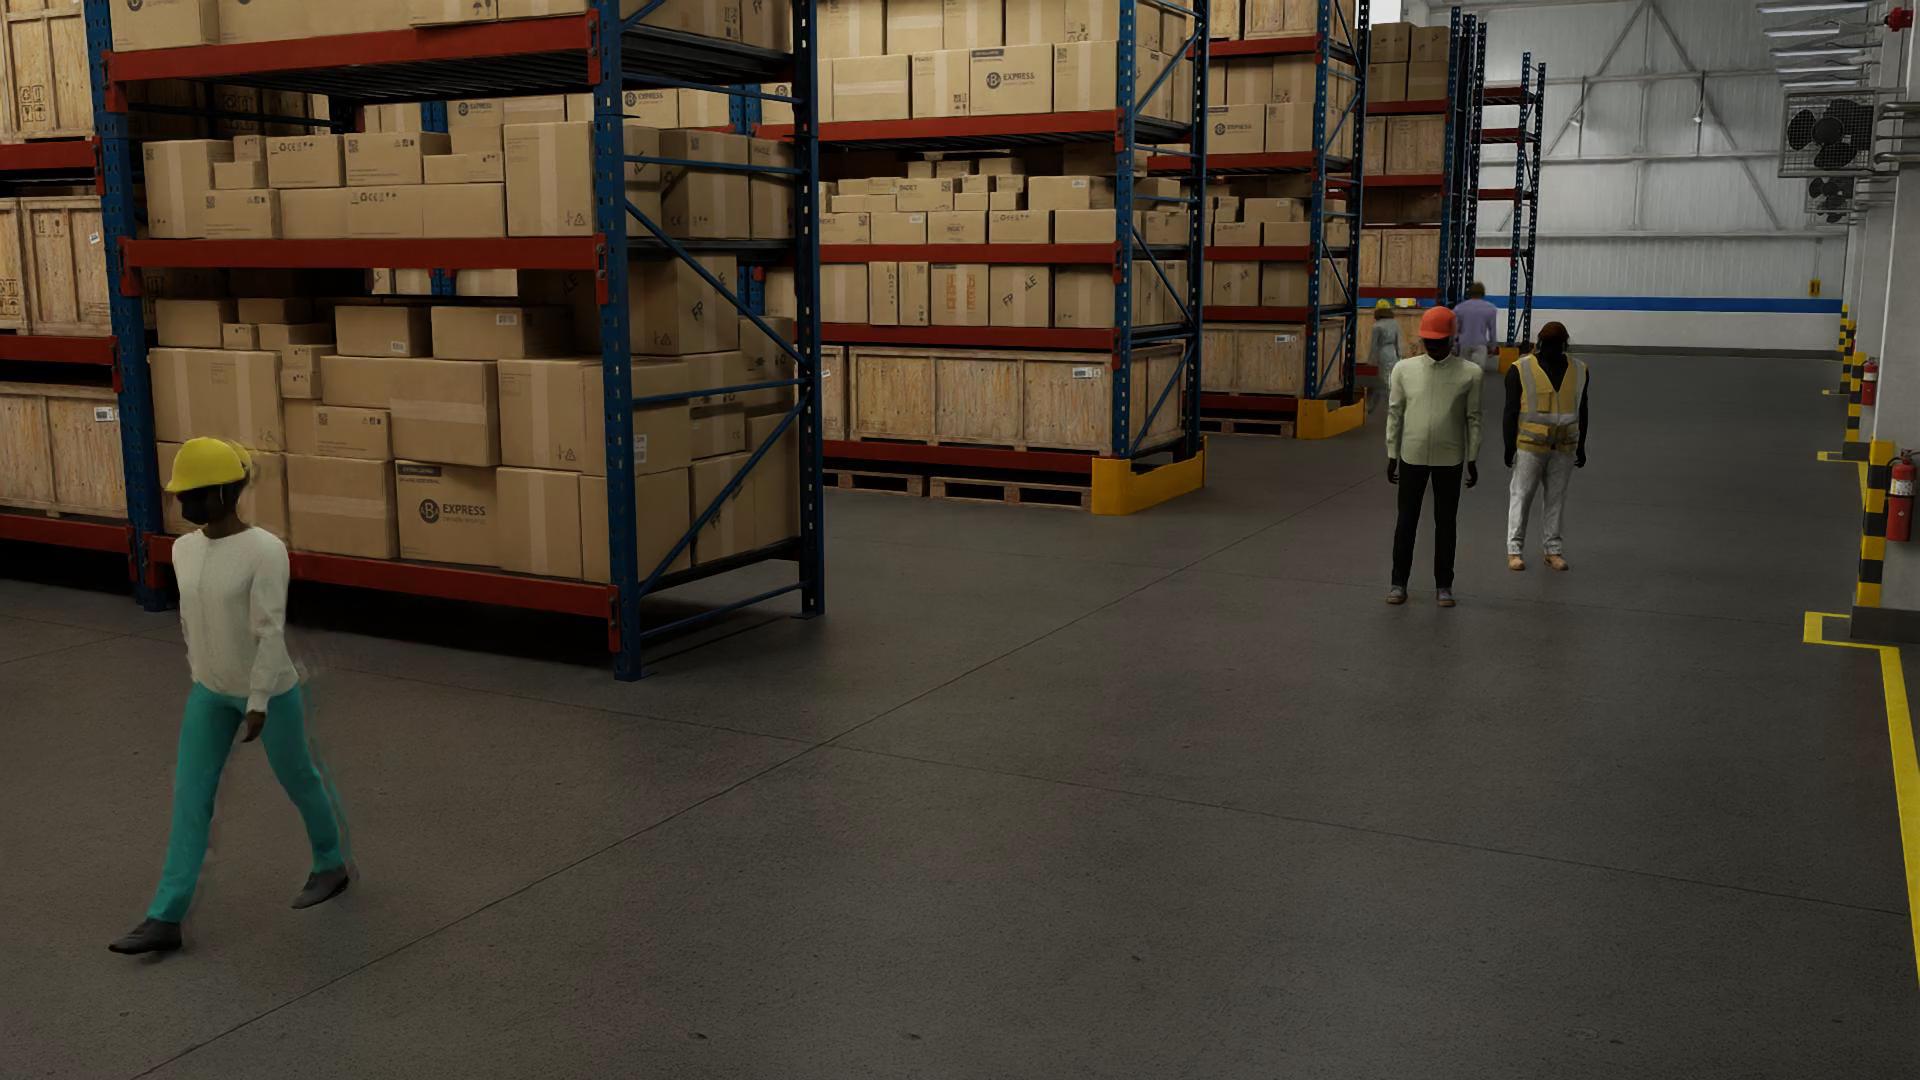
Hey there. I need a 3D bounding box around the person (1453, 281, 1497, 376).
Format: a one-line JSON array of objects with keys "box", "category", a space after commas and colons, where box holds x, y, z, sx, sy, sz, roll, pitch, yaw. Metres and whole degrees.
[{"box": [7.666, -2.902, 24.841, 0.631, 1.923, 0.642, 4, 11, 24], "category": "person"}]

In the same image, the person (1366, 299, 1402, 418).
[{"box": [5.926, -2.511, 23.239, 0.493, 1.680, 0.943, -6, 12, -33], "category": "person"}]

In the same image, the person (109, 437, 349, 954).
[{"box": [-2.484, 0.509, 5.665, 0.526, 1.719, 0.912, 3, 10, 19], "category": "person"}]

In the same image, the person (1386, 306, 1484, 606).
[{"box": [3.123, -0.545, 10.989, 0.613, 1.985, 0.402, 3, 10, 17], "category": "person"}]

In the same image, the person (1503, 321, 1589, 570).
[{"box": [4.308, -0.684, 12.229, 0.631, 1.837, 0.428, 0, 10, -1], "category": "person"}]
